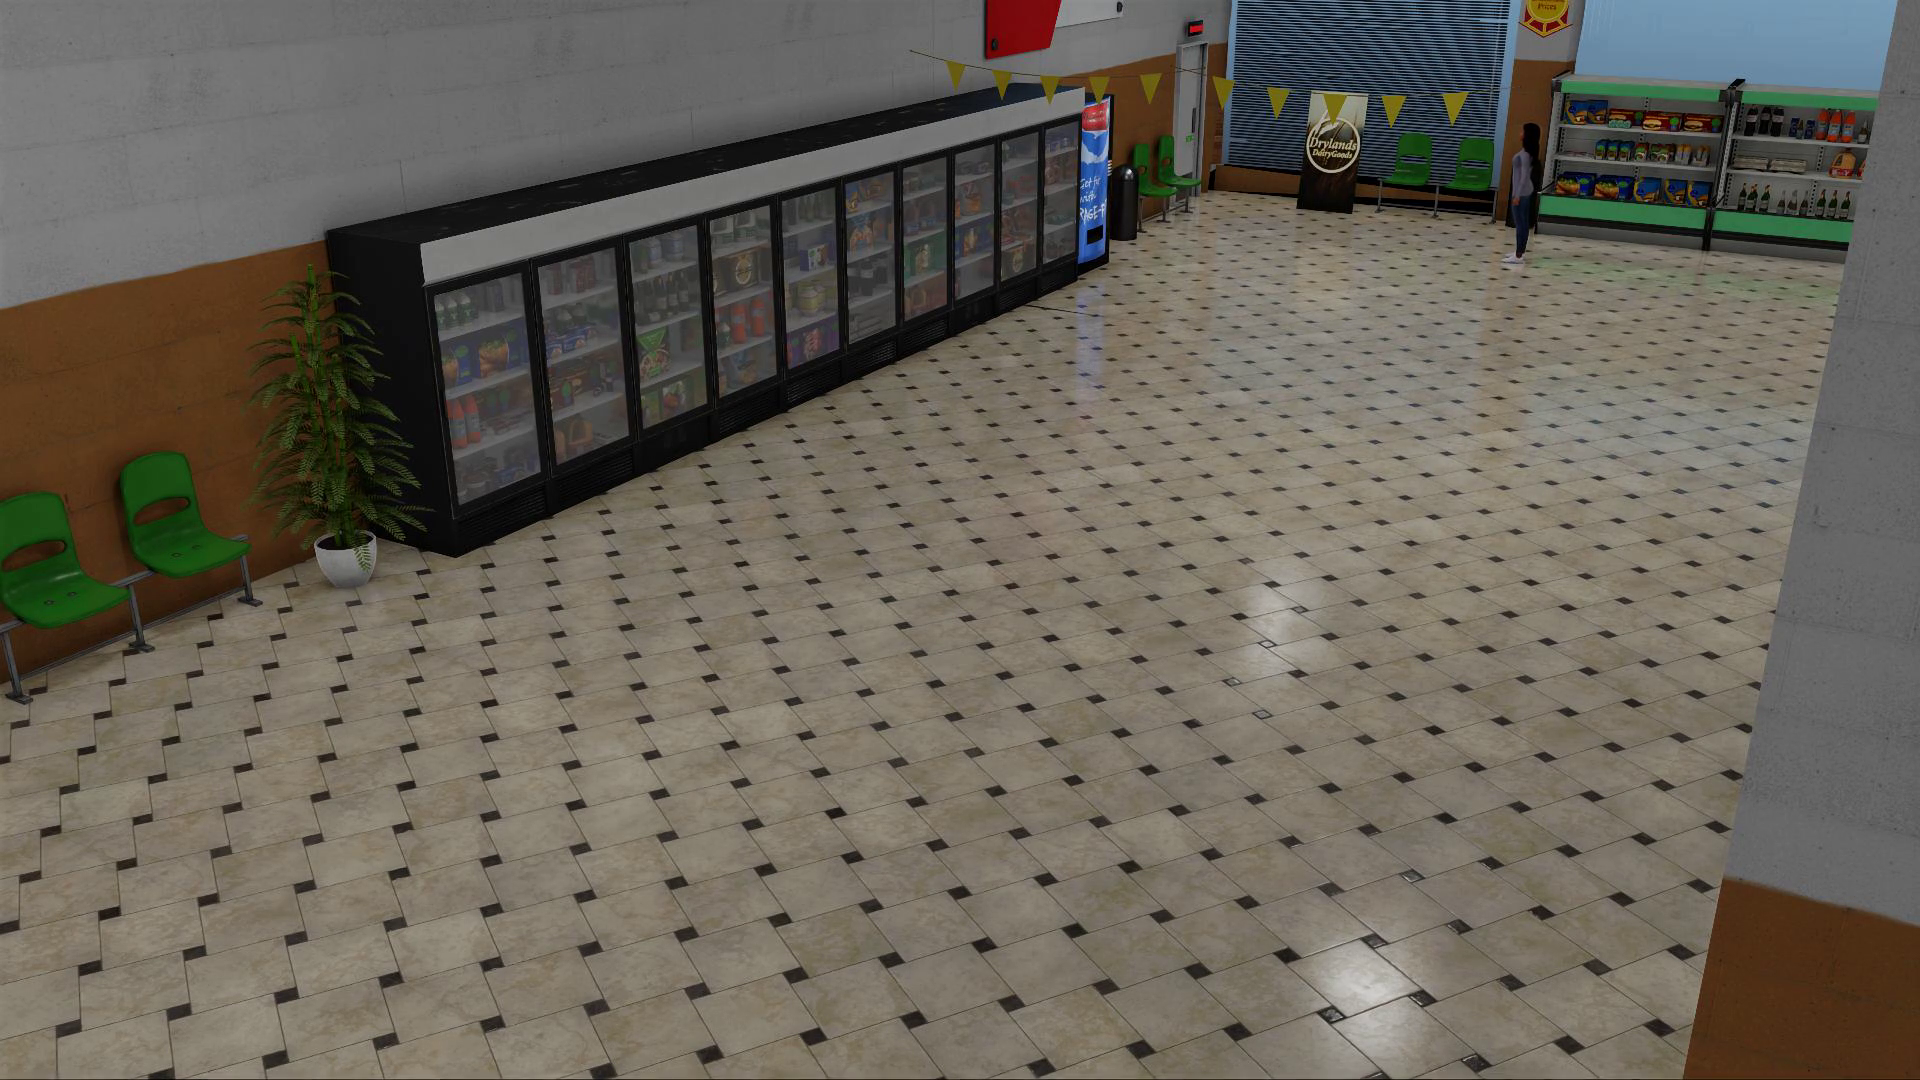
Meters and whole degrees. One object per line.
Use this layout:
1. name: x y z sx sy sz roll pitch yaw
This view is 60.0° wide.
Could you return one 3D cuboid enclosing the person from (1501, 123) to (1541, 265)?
1. person: 7.104 -4.372 20.970 0.502 1.735 0.602 12 25 27
